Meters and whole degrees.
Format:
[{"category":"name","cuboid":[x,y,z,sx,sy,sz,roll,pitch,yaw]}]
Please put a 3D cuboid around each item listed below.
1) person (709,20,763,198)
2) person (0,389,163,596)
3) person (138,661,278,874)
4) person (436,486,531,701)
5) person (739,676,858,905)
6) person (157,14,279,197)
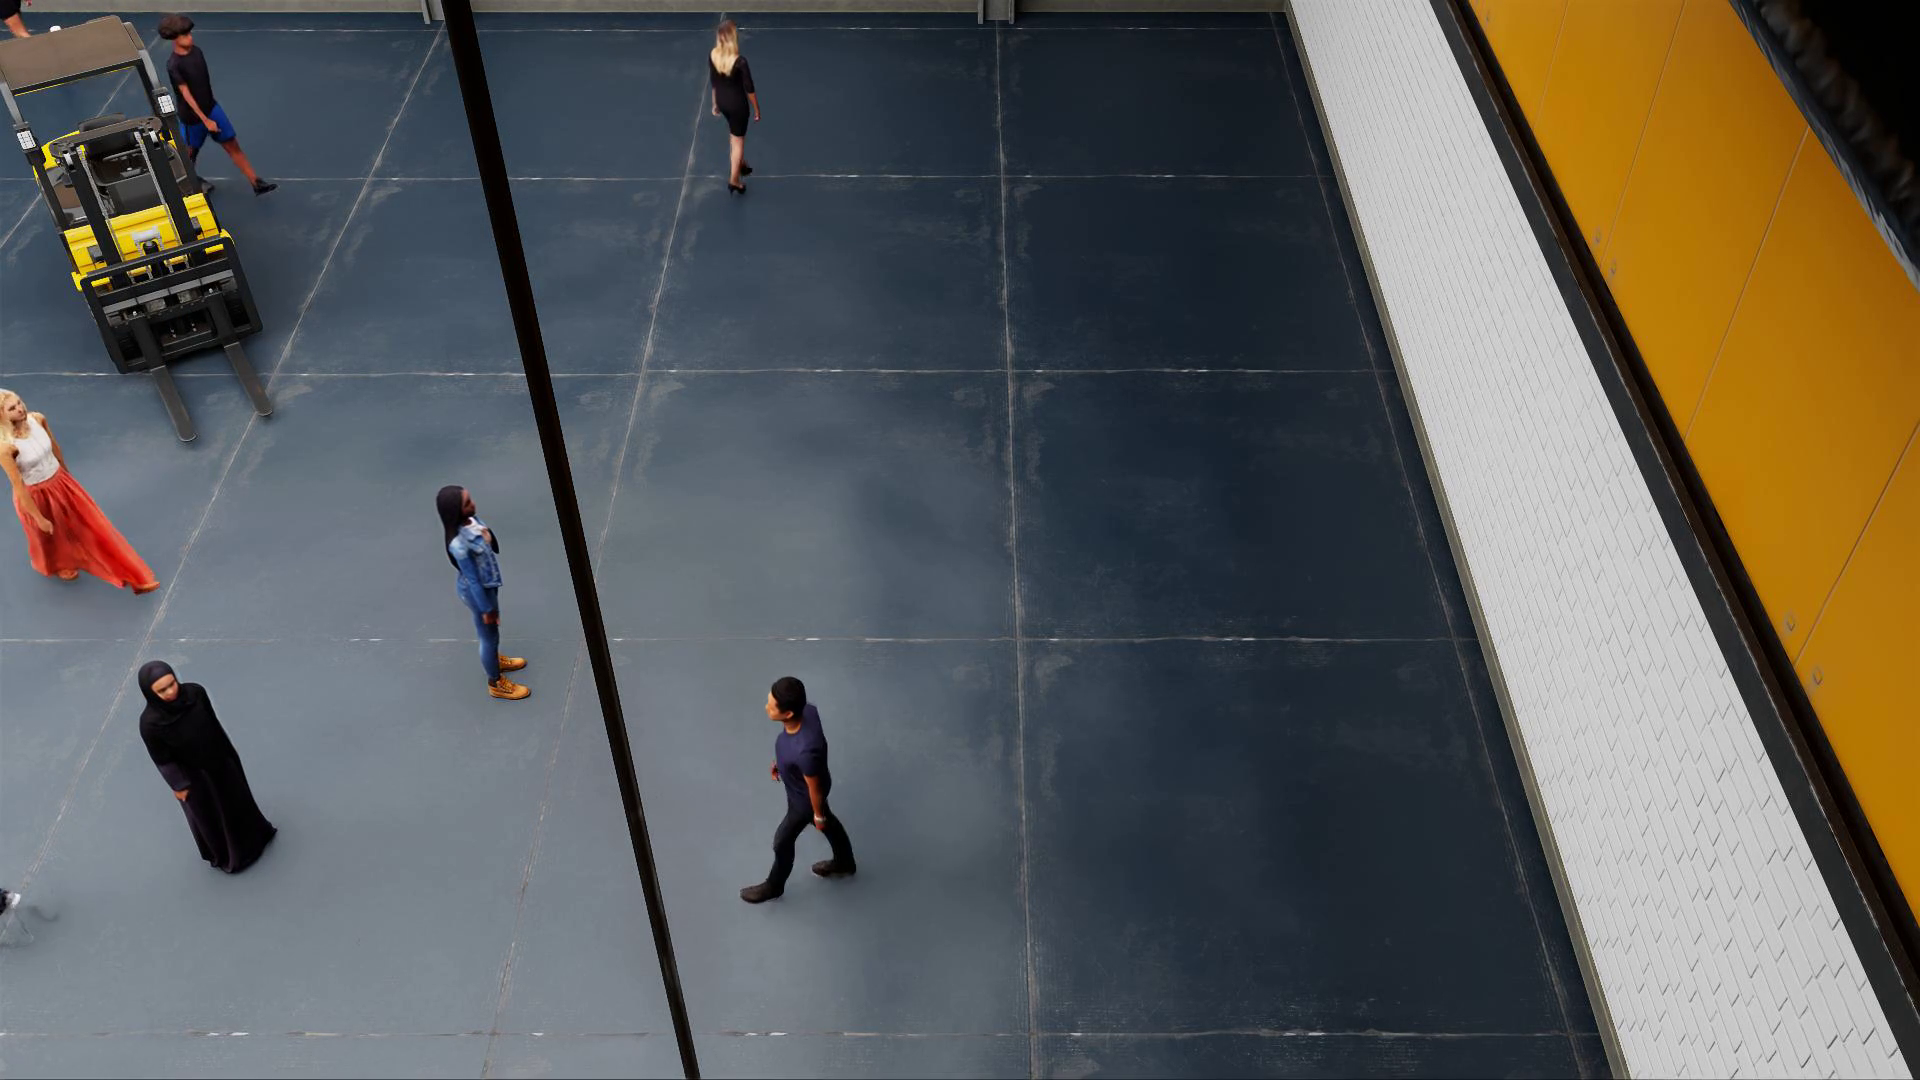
[{"category":"person","cuboid":[-2.095,-3.847,14.988,0.761,1.659,0.805,23,48,22]},{"category":"person","cuboid":[-6.207,-0.293,11.196,1.360,1.743,0.944,13,45,14]},{"category":"person","cuboid":[-4.405,1.278,9.640,0.737,1.615,0.708,21,48,21]},{"category":"person","cuboid":[-3.057,0.316,10.579,0.589,1.712,0.648,-9,44,-9]},{"category":"person","cuboid":[-0.783,1.394,9.412,1.007,1.761,0.786,-8,44,-9]},{"category":"person","cuboid":[-6.920,-3.850,14.936,1.253,1.734,0.883,14,45,15]}]
